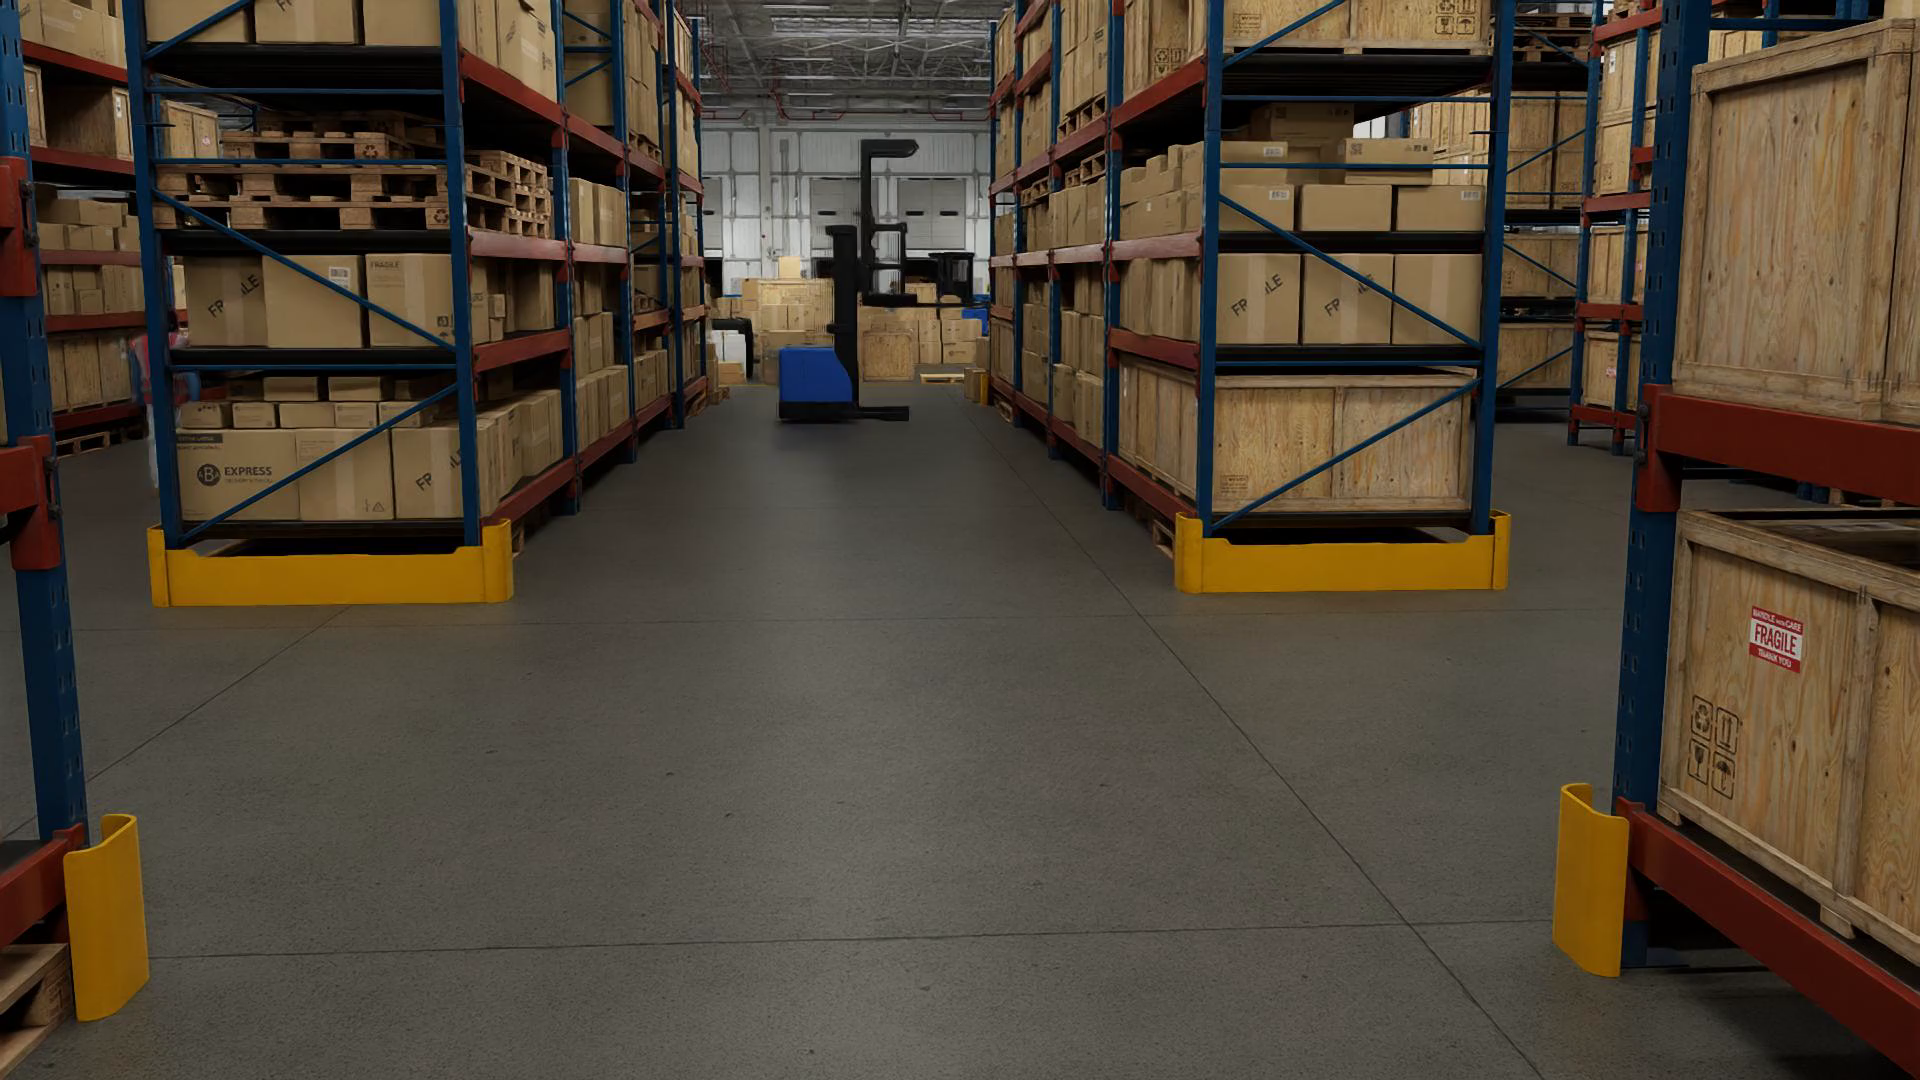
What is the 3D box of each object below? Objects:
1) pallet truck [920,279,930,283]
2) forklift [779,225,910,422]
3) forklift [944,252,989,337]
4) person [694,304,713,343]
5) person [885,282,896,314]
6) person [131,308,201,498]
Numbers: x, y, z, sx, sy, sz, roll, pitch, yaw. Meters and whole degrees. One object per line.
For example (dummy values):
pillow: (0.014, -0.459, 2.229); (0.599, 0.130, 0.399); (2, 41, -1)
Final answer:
pallet truck: (-0.932, -8.922, 63.114); (1.885, 1.965, 0.823); (2, 9, 13)
forklift: (-1.670, -3.141, 24.053); (1.873, 2.768, 1.129); (0, 9, -2)
forklift: (-0.009, -7.506, 51.459); (1.129, 2.768, 1.873); (-5, 10, -30)
person: (-4.640, -3.422, 29.738); (0.559, 1.618, 0.551); (4, 10, 24)
person: (-2.062, -7.098, 51.870); (0.638, 1.932, 0.363); (2, 9, 10)
person: (-7.600, -1.334, 16.078); (0.666, 1.800, 0.905); (0, 9, -1)
